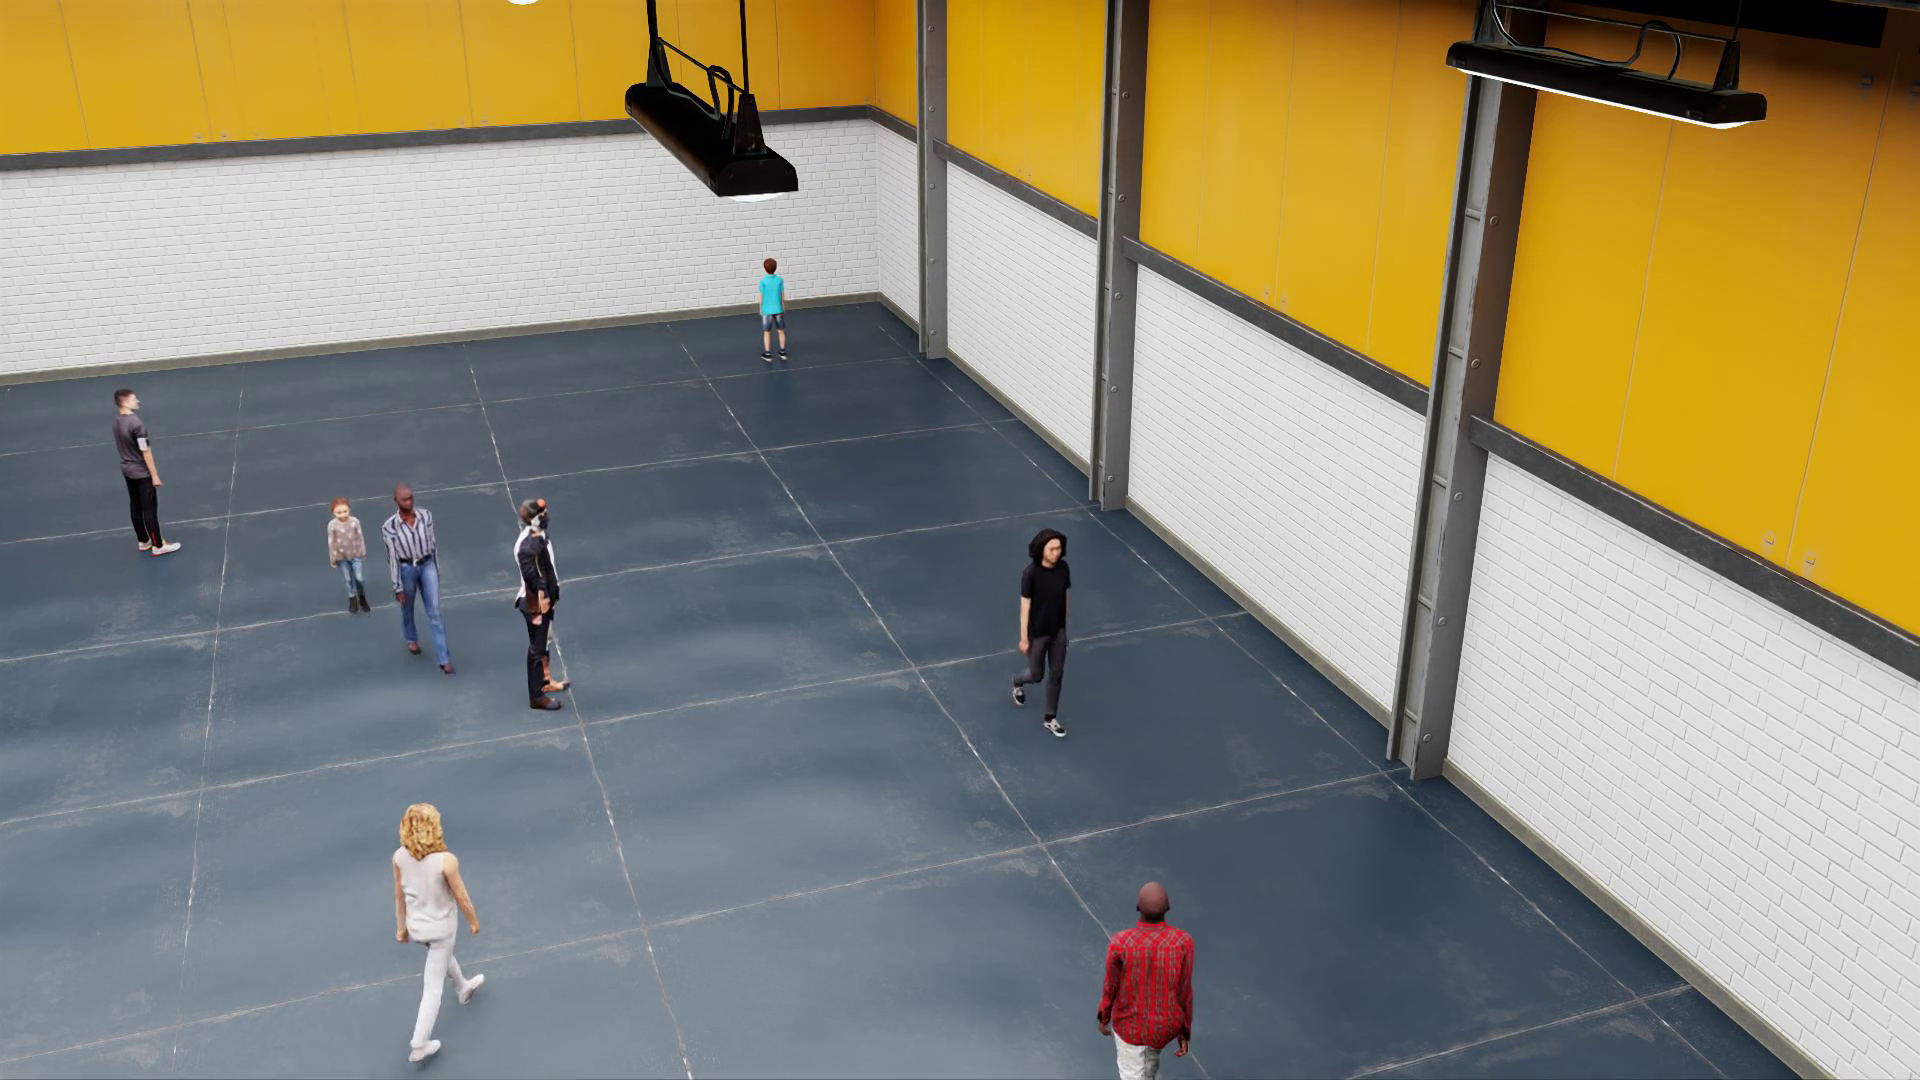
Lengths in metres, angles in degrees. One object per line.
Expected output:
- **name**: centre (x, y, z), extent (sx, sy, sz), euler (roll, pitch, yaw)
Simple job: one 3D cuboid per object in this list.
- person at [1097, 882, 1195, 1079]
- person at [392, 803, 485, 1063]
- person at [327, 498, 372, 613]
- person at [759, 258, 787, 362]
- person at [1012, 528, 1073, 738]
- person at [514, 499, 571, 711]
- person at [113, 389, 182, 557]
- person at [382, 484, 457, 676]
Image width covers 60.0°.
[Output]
- **person**: centre (1.052, 2.749, 9.270), extent (0.939, 1.794, 1.284), euler (-1, 24, -2)
- **person**: centre (-3.287, 2.425, 10.222), extent (1.033, 1.624, 1.170), euler (8, 25, 17)
- **person**: centre (-5.908, 0.122, 16.038), extent (0.477, 1.185, 0.468), euler (-8, 25, -19)
- **person**: centre (-2.647, -3.272, 23.475), extent (0.530, 1.448, 0.495), euler (-10, 26, -22)
- **person**: centre (0.682, 0.713, 13.903), extent (0.738, 1.812, 0.988), euler (-13, 27, -27)
- **person**: centre (-3.613, 0.529, 14.230), extent (0.807, 1.889, 0.649), euler (0, 24, -1)
- **person**: centre (-8.499, -0.707, 17.214), extent (0.677, 1.762, 0.778), euler (16, 28, 32)
- **person**: centre (-4.912, 0.334, 14.870), extent (0.936, 1.733, 1.266), euler (-18, 29, -35)
